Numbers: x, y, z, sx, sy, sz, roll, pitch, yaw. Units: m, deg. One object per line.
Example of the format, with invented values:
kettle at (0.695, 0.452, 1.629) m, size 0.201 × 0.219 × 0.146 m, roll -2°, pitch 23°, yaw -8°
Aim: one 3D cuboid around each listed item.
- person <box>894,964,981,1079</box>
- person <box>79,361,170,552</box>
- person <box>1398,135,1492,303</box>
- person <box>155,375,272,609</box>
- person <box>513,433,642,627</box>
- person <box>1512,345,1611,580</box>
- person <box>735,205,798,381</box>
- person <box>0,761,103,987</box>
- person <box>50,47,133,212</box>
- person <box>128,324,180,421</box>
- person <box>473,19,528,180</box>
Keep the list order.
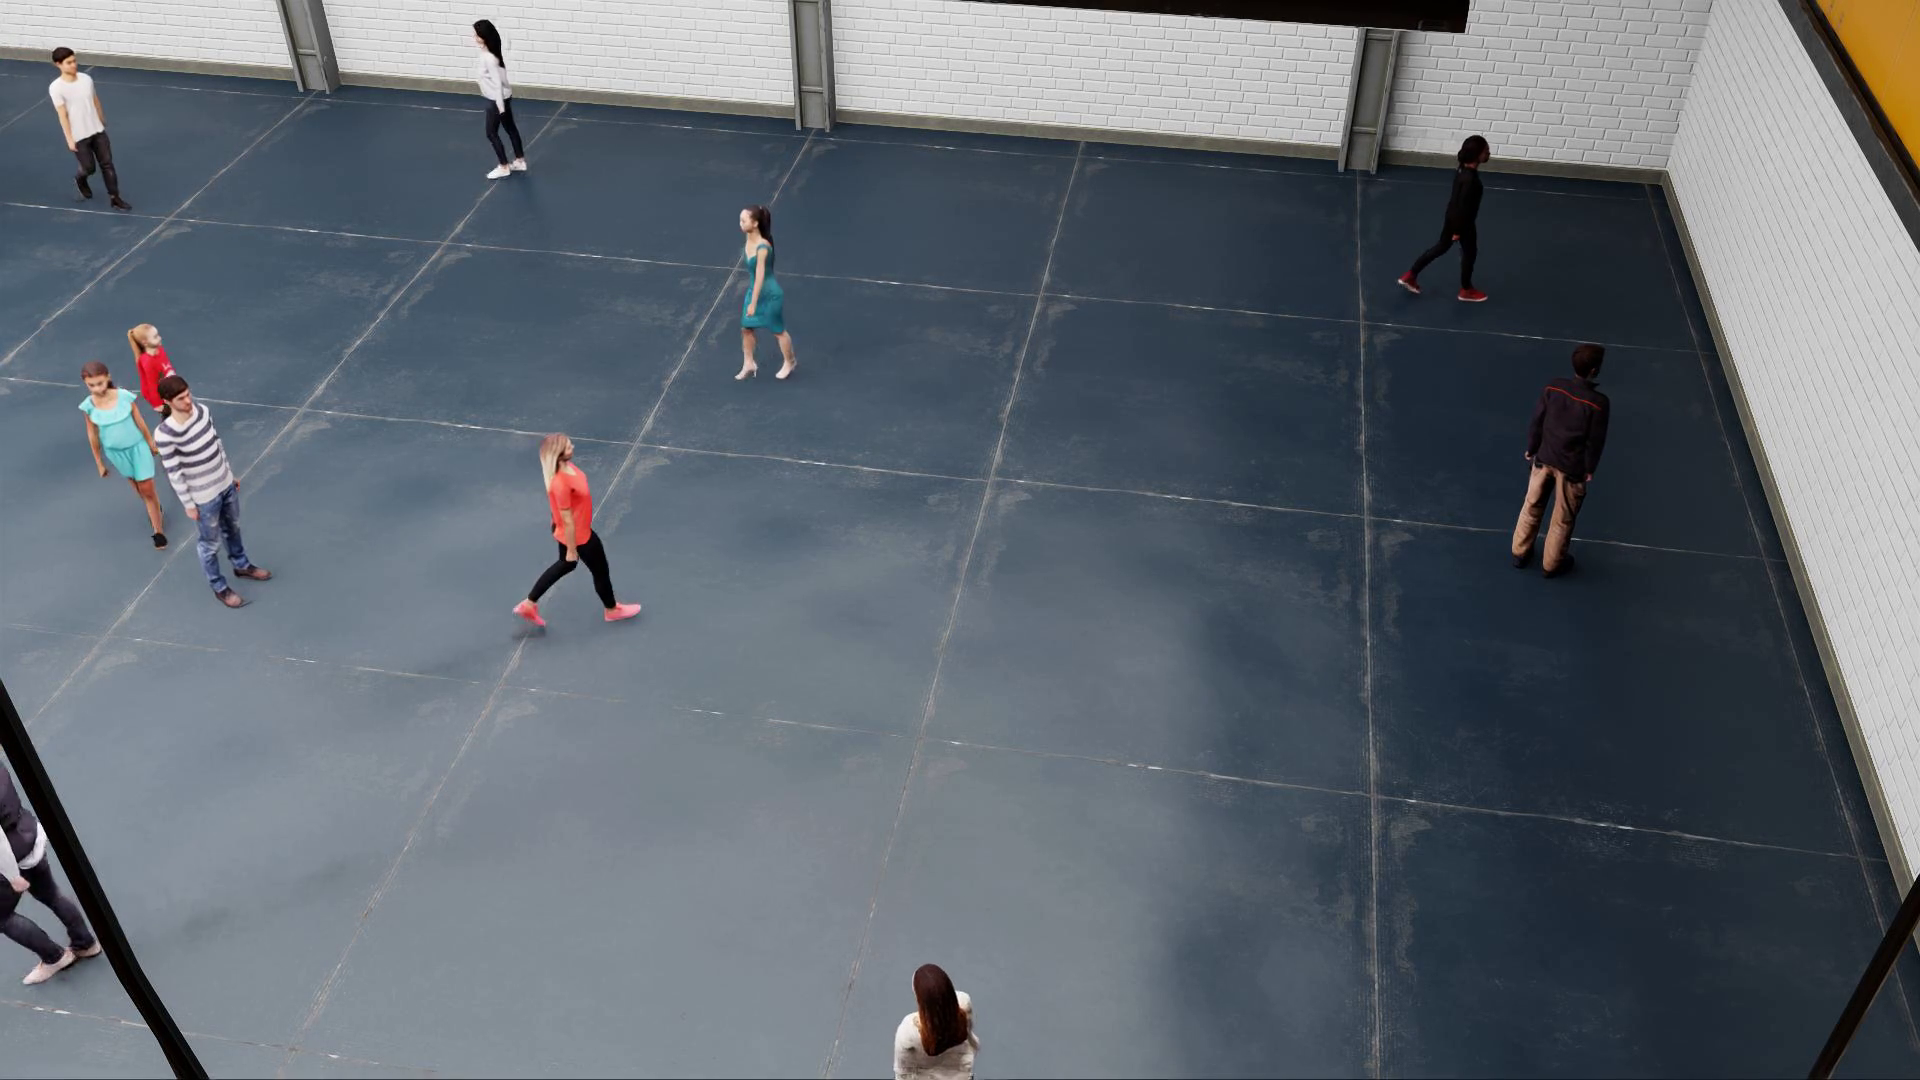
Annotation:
person at (-0.054, 2.708, 8.166) m, size 1.028 × 1.670 × 1.034 m, roll -19°, pitch 42°, yaw -22°
person at (-6.289, -0.720, 12.570) m, size 0.951 × 1.532 × 0.888 m, roll -11°, pitch 40°, yaw -14°
person at (4.495, -2.932, 15.249) m, size 1.092 × 1.645 × 0.680 m, roll 2°, pitch 39°, yaw 2°
person at (-5.391, -0.379, 11.885) m, size 0.580 × 1.854 × 0.681 m, roll 12°, pitch 40°, yaw 15°
person at (-2.784, -0.027, 11.595) m, size 1.188 × 1.666 × 0.966 m, roll -13°, pitch 40°, yaw -15°
person at (4.361, -0.566, 12.063) m, size 0.741 × 1.923 × 0.852 m, roll 29°, pitch 47°, yaw 31°
person at (-1.582, -2.094, 14.184) m, size 0.895 × 1.664 × 0.822 m, roll -22°, pitch 43°, yaw -25°
person at (-5.181, 1.742, 9.270) m, size 0.820 × 1.803 × 0.817 m, roll -11°, pitch 40°, yaw -13°
person at (-8.828, -4.124, 16.691) m, size 0.971 × 1.707 × 0.835 m, roll 22°, pitch 44°, yaw 25°
person at (-6.436, -1.150, 13.320) m, size 0.659 × 1.268 × 0.584 m, roll -4°, pitch 39°, yaw -5°
person at (-4.733, -4.603, 17.303) m, size 0.754 × 1.692 × 0.743 m, roll -5°, pitch 39°, yaw -6°
